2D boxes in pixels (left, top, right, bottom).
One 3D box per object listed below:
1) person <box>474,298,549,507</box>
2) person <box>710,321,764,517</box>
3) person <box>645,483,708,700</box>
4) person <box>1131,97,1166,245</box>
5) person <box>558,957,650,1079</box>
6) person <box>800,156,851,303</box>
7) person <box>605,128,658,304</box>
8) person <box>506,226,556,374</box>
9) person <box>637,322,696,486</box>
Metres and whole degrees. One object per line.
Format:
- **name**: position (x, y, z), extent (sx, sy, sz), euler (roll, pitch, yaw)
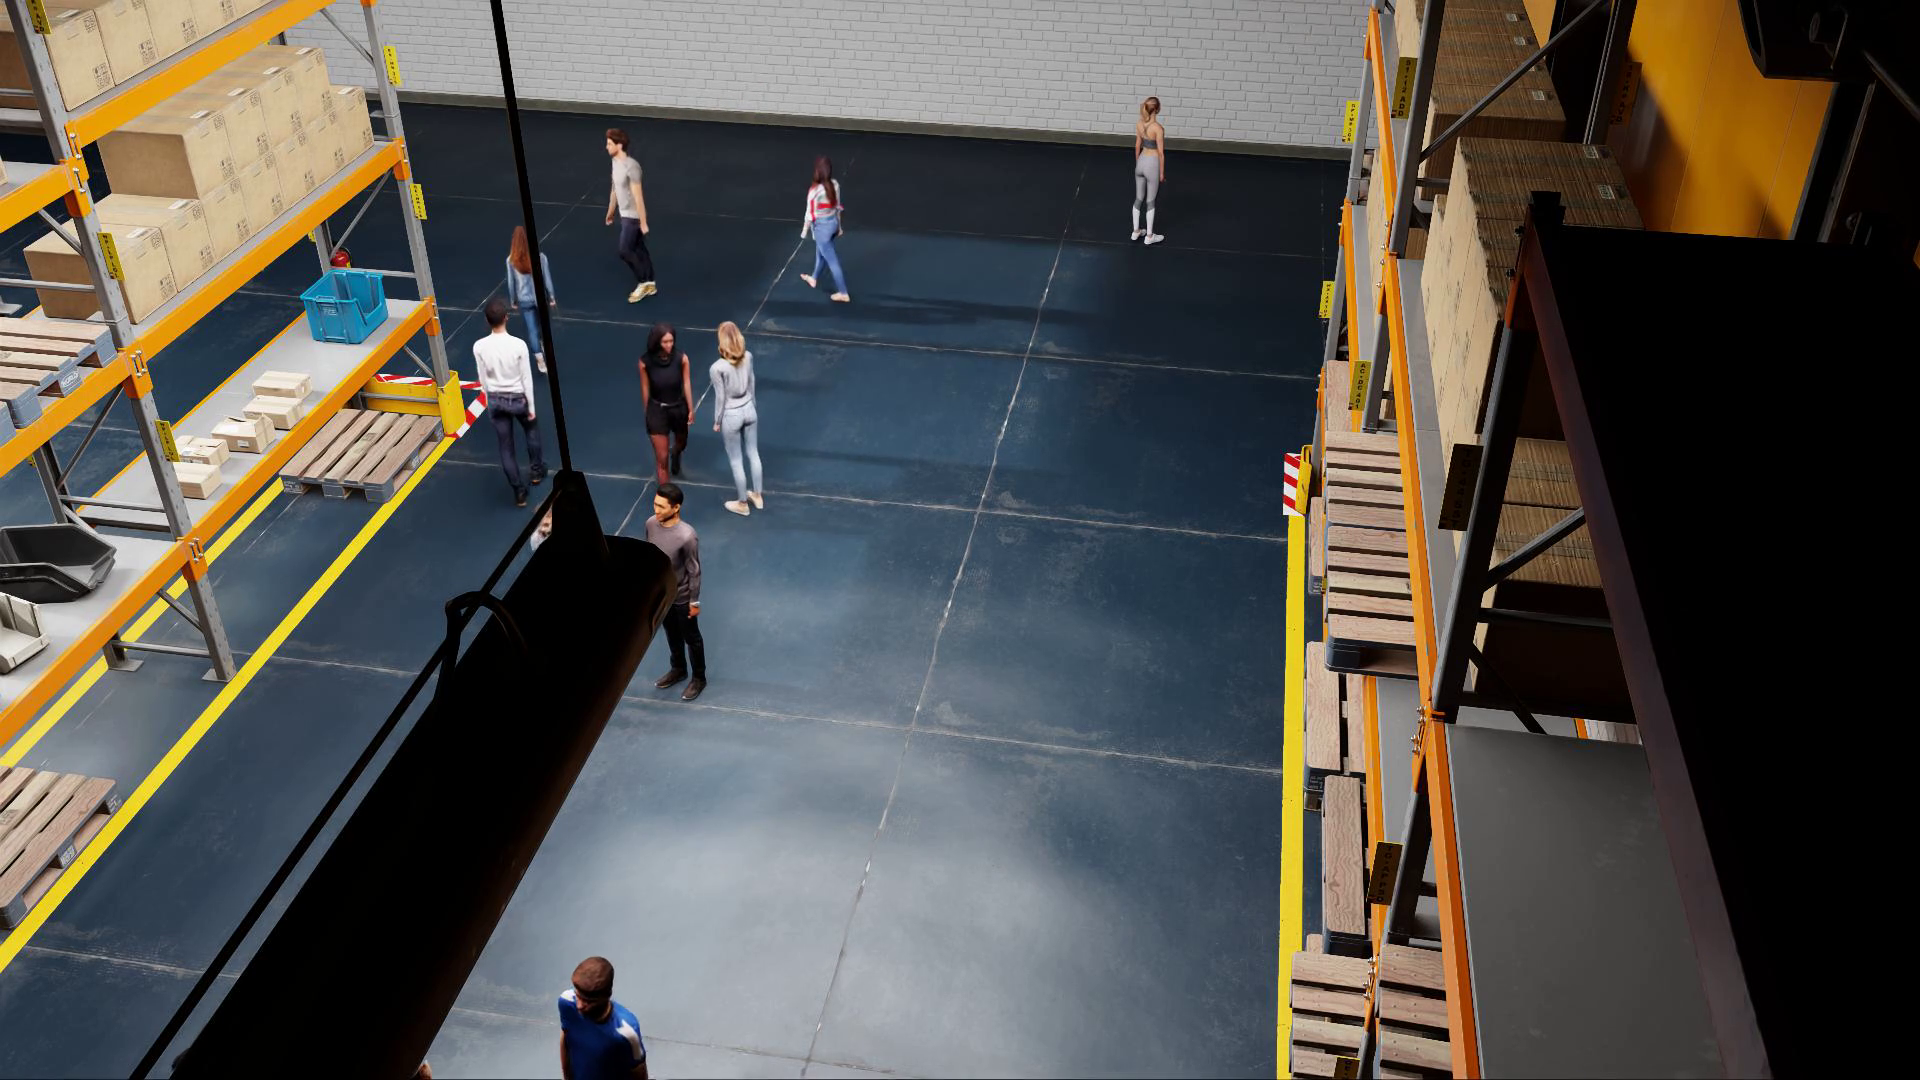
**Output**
- **person**: position (-3.862, -1.126, 14.201), extent (0.770, 1.851, 0.968), euler (-4, 34, -6)
- **person**: position (-1.889, -1.034, 14.114), extent (0.721, 1.795, 0.619), euler (28, 43, 36)
- **person**: position (-2.046, 0.360, 12.040), extent (0.714, 1.769, 0.684), euler (16, 37, 23)
- **person**: position (2.151, -4.232, 19.007), extent (0.702, 1.703, 0.659), euler (-28, 43, -35)
- **person**: position (-1.727, 2.723, 8.415), extent (0.923, 1.845, 1.167), euler (19, 38, 26)
- **person**: position (-1.357, -3.269, 17.668), extent (0.930, 1.581, 1.008), euler (21, 39, 28)
- **person**: position (-3.412, -3.474, 17.713), extent (0.849, 1.872, 0.780), euler (-21, 39, -29)
- **person**: position (-4.203, -2.332, 16.387), extent (0.893, 1.439, 1.082), euler (-10, 35, -14)
- **person**: position (-2.511, -1.096, 14.286), extent (0.952, 1.706, 1.184), euler (-10, 35, -15)
